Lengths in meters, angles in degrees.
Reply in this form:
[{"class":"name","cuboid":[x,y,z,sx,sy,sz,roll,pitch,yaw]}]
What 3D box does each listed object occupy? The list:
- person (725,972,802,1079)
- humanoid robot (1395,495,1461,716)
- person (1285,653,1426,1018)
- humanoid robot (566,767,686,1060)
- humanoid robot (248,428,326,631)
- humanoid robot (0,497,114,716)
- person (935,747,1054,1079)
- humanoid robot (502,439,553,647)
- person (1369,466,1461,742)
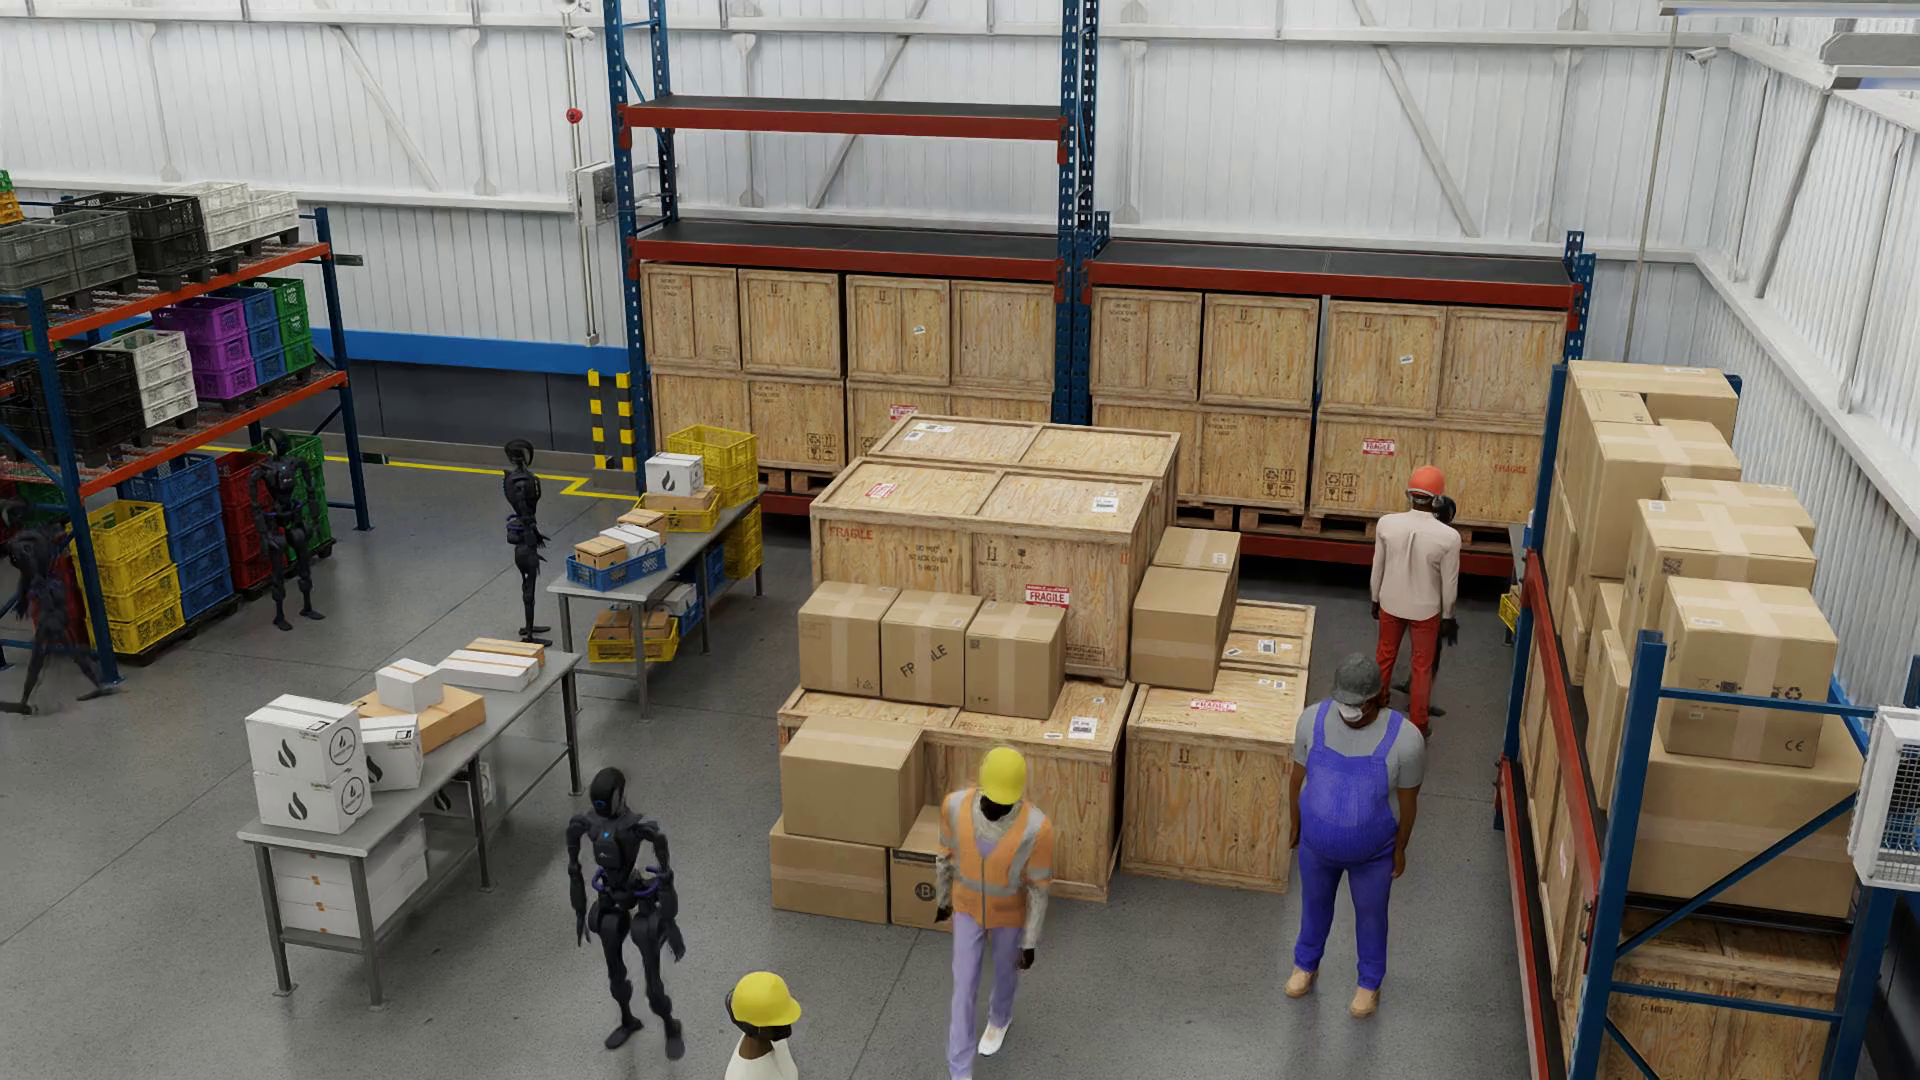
[{"class":"person","cuboid":[-0.750,2.450,6.538,0.313,1.768,0.524,3,21,7]},{"class":"humanoid robot","cuboid":[3.362,0.454,11.875,0.352,1.645,0.646,-1,21,-2]},{"class":"person","cuboid":[1.997,1.513,8.608,0.679,2.000,0.536,11,24,27]},{"class":"humanoid robot","cuboid":[-1.638,1.845,8.260,0.601,1.650,0.364,5,21,12]},{"class":"humanoid robot","cuboid":[-5.389,-0.102,13.327,0.325,1.655,0.562,16,26,37]},{"class":"humanoid robot","cuboid":[-6.595,0.471,11.901,0.774,1.614,0.593,-10,23,-24]},{"class":"person","cuboid":[0.144,1.817,8.039,0.612,1.873,0.874,6,22,14]},{"class":"humanoid robot","cuboid":[-3.375,0.006,13.039,0.331,1.657,0.585,-5,22,-13]},{"class":"person","cuboid":[3.127,0.445,11.489,0.608,1.985,0.411,13,25,31]}]
